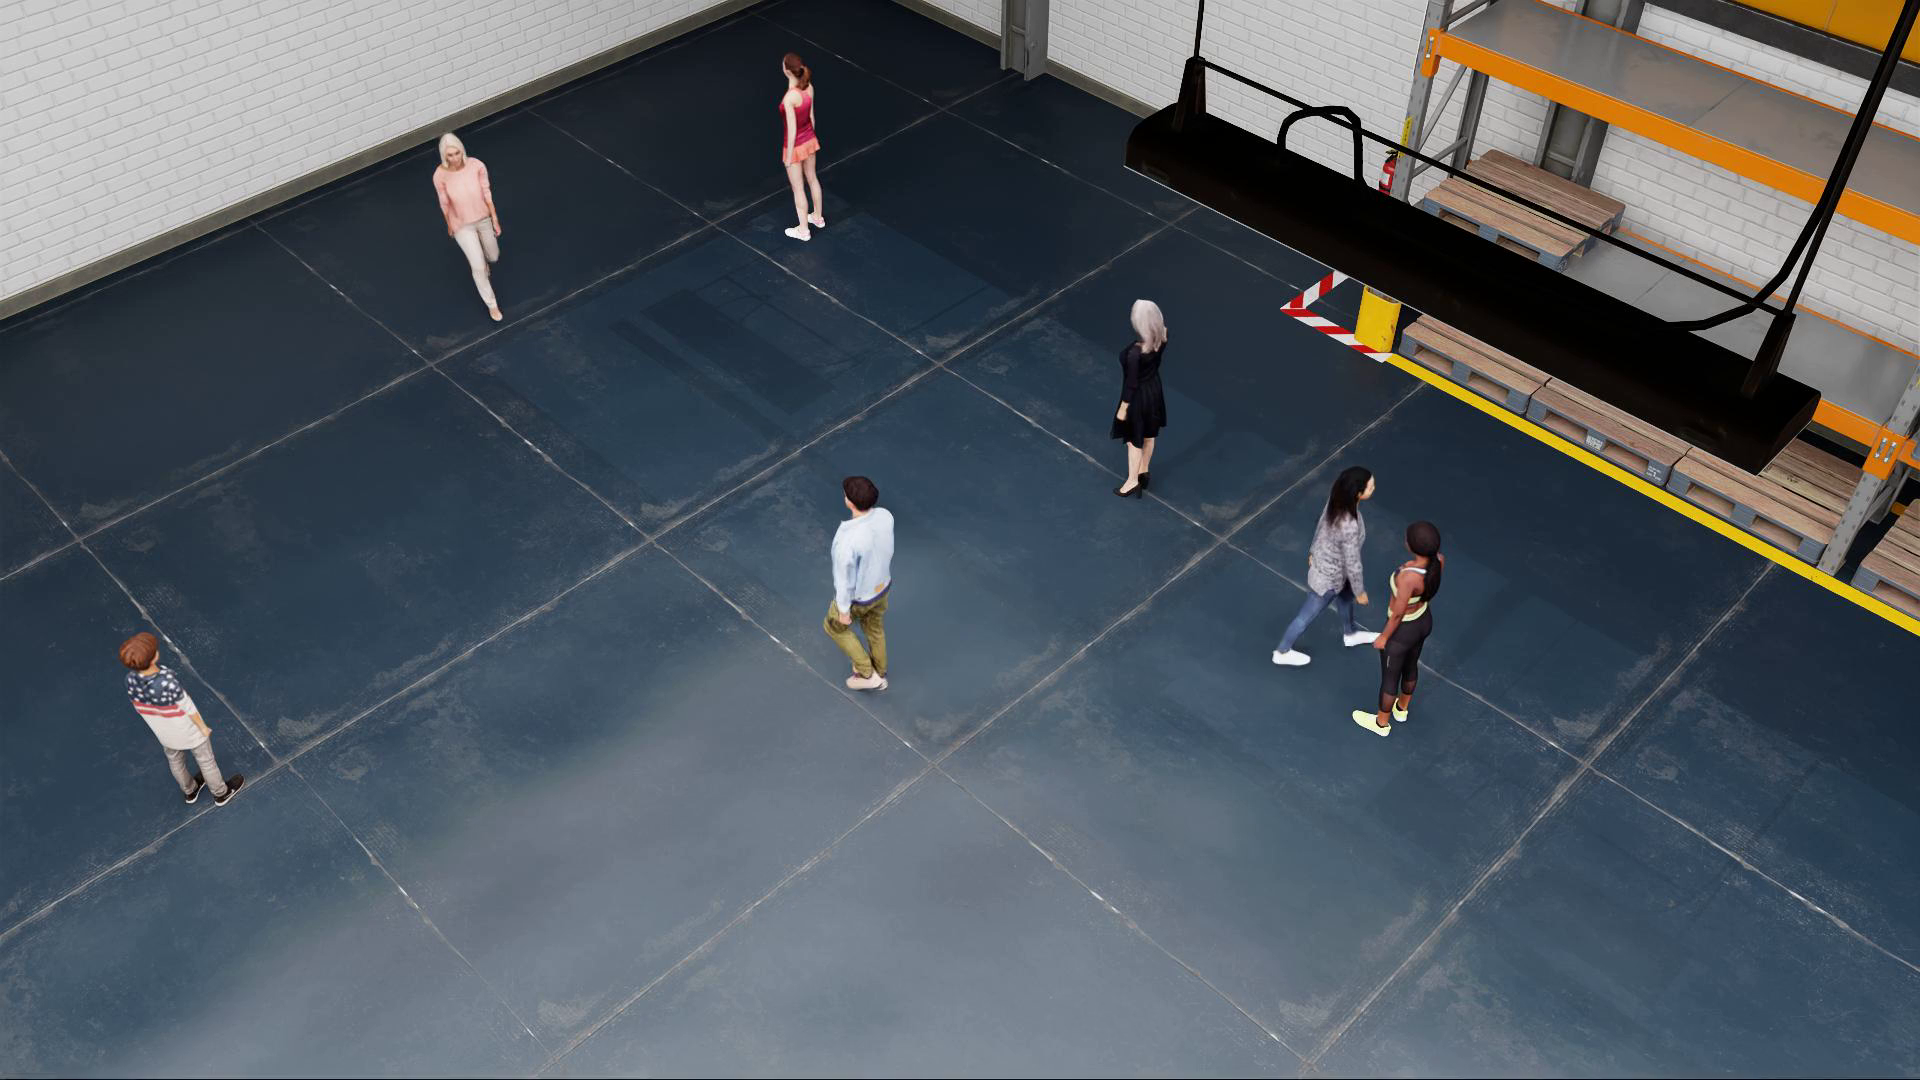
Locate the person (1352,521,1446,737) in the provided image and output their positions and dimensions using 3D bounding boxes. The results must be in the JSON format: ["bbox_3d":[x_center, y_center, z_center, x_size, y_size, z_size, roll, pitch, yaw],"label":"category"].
[{"bbox_3d":[2.817,0.564,10.463,0.580,1.755,0.535,-28,50,-27],"label":"person"}]

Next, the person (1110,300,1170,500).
[{"bbox_3d":[1.312,-1.026,12.137,0.598,1.748,0.622,28,50,26],"label":"person"}]

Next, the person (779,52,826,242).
[{"bbox_3d":[-1.421,-3.492,14.723,0.608,1.752,0.619,22,48,22],"label":"person"}]

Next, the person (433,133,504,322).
[{"bbox_3d":[-4.102,-2.706,13.933,0.741,1.702,1.013,-22,48,-21],"label":"person"}]

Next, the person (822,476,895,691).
[{"bbox_3d":[-0.554,0.353,10.650,0.675,1.802,0.731,27,50,25],"label":"person"}]

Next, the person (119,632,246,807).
[{"bbox_3d":[-4.787,1.098,10.131,0.575,1.439,0.656,6,44,6],"label":"person"}]

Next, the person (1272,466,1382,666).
[{"bbox_3d":[2.335,0.210,10.876,1.079,1.697,1.008,2,44,2],"label":"person"}]
